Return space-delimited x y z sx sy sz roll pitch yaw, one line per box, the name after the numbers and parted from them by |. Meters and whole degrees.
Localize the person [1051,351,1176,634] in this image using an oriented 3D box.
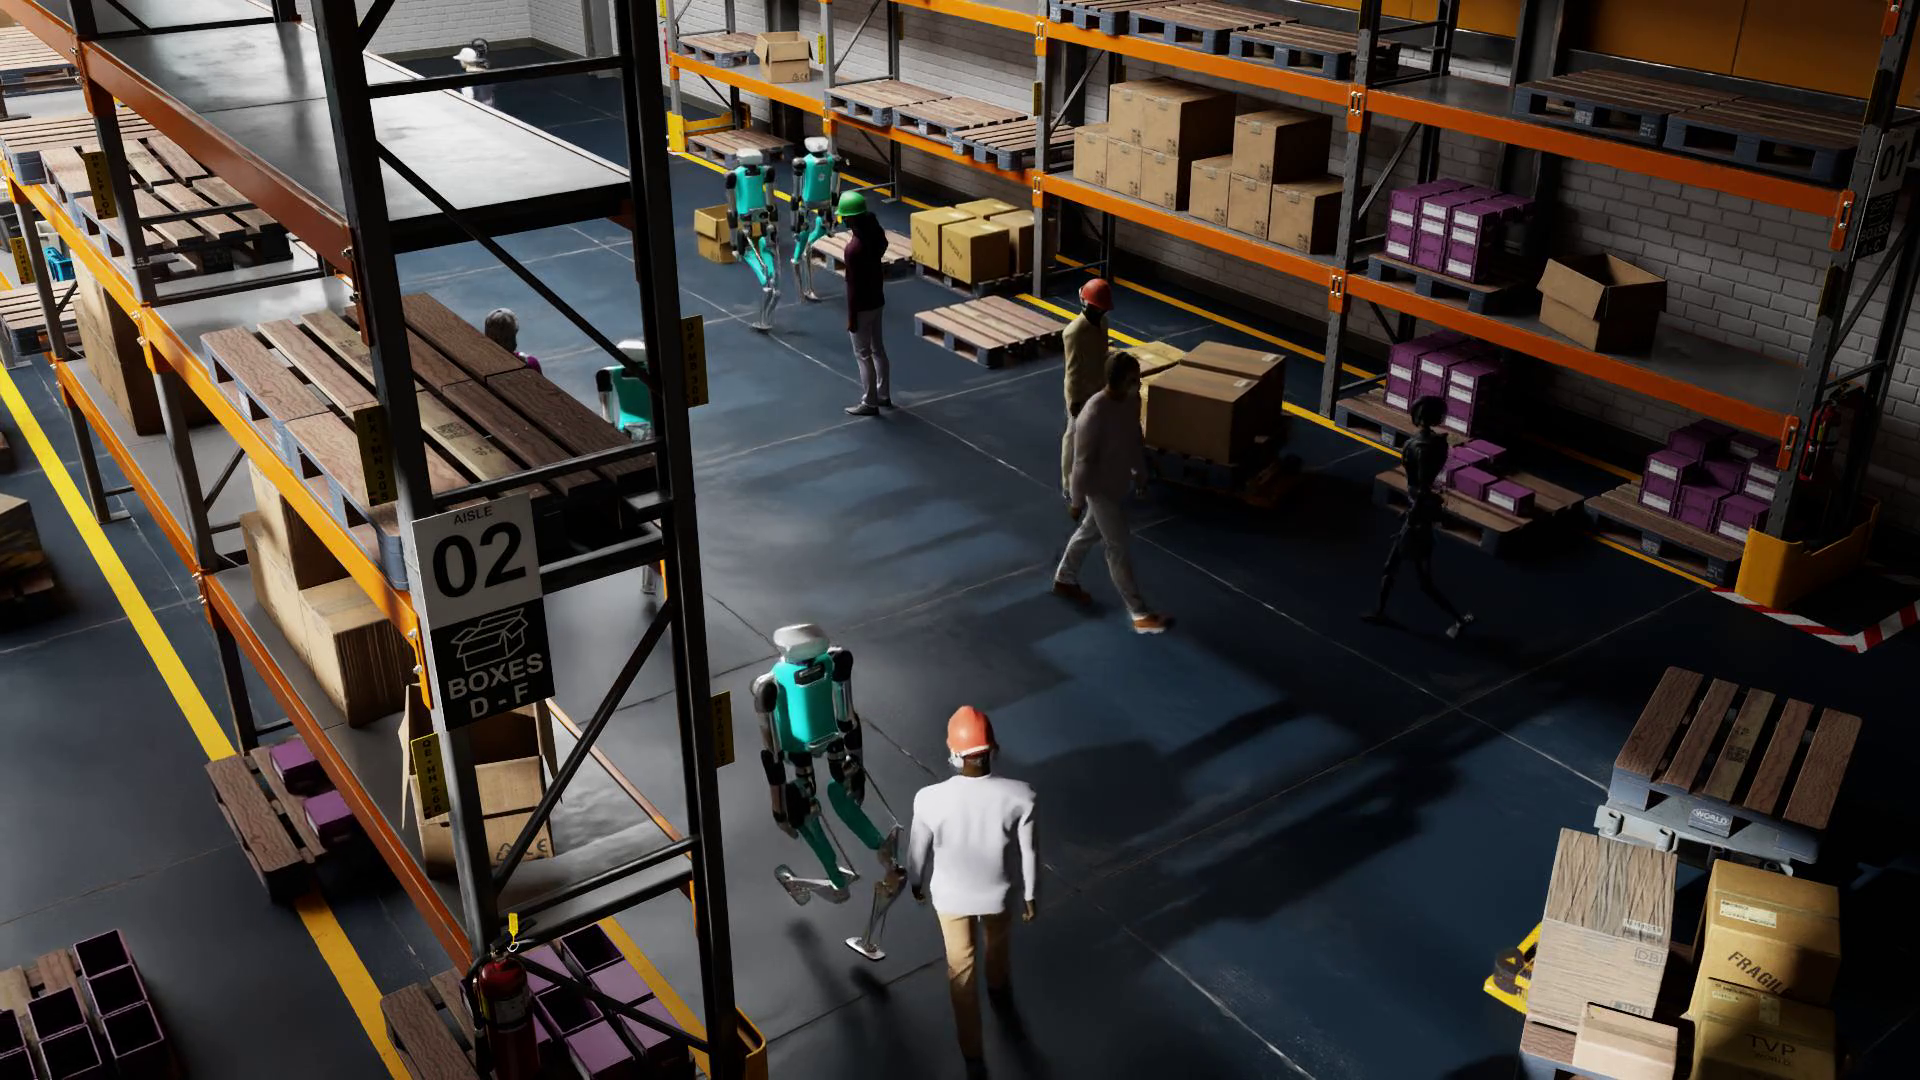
1.017 -0.335 10.868 1.046 1.880 0.641 18 32 31 | person

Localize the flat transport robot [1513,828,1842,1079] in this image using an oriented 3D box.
3.083 2.360 7.294 0.659 0.231 1.431 11 29 21 | flat transport robot

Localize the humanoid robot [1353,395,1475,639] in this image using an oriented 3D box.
3.037 -0.135 10.769 0.784 1.647 0.590 6 27 12 | humanoid robot

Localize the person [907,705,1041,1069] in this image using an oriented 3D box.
0.047 1.472 7.440 0.574 1.713 0.796 -4 27 -7 | person

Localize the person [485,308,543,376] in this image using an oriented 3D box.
-3.123 -0.744 11.709 0.524 1.846 0.330 -3 27 -6 | person

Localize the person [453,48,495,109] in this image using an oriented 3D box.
-6.034 -5.254 20.790 0.468 1.744 0.778 6 27 12 | person

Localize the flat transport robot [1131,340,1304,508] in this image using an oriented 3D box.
1.933 -0.597 13.174 1.431 0.231 0.659 15 31 28 | flat transport robot

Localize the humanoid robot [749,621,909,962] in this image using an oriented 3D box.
-0.585 1.255 7.863 0.544 1.720 1.046 -19 33 -33 | humanoid robot

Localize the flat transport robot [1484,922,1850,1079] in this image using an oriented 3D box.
3.226 2.187 7.638 1.431 0.231 0.659 23 34 37 | flat transport robot

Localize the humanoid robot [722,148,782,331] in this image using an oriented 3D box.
-1.875 -2.796 15.930 0.530 1.806 0.742 -18 32 -31 | humanoid robot

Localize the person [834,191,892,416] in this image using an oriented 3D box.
-0.828 -1.992 14.106 0.450 1.935 0.484 13 29 24 | person

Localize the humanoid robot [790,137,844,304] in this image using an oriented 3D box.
-1.525 -3.185 16.784 0.548 1.848 0.796 -13 30 -24 | humanoid robot

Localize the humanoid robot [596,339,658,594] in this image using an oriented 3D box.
-2.172 -0.406 11.214 0.542 1.733 1.052 -2 27 -3 | humanoid robot

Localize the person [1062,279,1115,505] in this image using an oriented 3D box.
0.984 -1.143 12.619 0.342 1.741 0.561 15 30 28 | person

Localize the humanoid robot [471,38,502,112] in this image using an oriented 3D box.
-6.312 -5.792 22.009 0.768 1.649 0.586 -14 30 -25 | humanoid robot
